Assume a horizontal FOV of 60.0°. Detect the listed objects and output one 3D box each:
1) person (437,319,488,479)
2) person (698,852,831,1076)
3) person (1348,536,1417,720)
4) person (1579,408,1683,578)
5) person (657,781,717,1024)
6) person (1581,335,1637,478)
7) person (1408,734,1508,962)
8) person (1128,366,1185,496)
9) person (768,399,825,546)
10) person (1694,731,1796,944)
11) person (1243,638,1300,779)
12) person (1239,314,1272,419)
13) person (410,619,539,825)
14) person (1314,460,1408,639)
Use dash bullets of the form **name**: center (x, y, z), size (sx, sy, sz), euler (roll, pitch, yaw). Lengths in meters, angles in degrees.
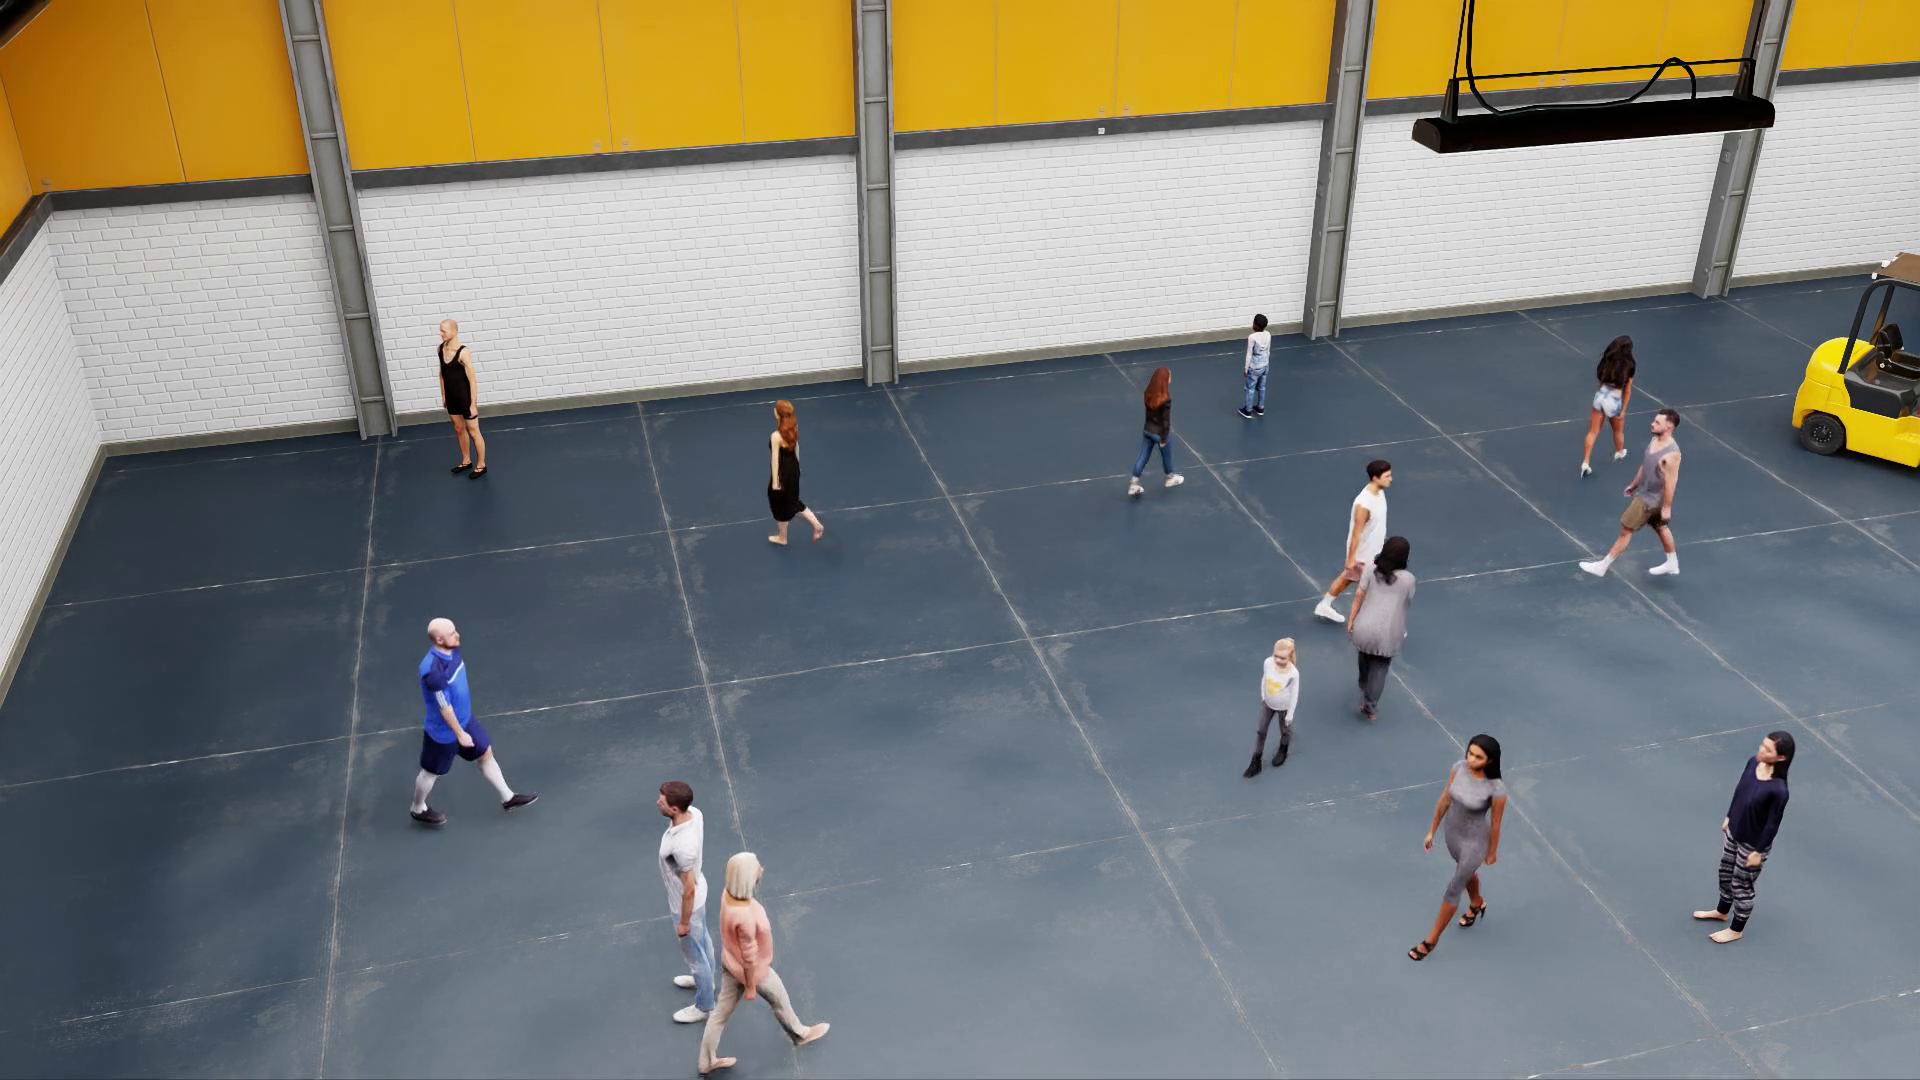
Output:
- **person**: center (-5.422, -1.549, 18.083), size (0.697, 1.814, 0.744), euler (17, 33, 28)
- **person**: center (-1.422, 2.695, 10.450), size (1.175, 1.674, 0.774), euler (-14, 32, -24)
- **person**: center (3.535, 0.765, 14.098), size (1.009, 1.569, 1.040), euler (10, 30, 18)
- **person**: center (6.694, -0.400, 15.874), size (1.306, 1.793, 0.958), euler (3, 29, 6)
- **person**: center (-1.775, 2.346, 10.905), size (0.605, 1.851, 0.693), euler (-2, 29, -3)
- **person**: center (6.999, -1.420, 18.080), size (1.053, 1.591, 0.856), euler (-25, 37, -37)
- **person**: center (3.573, 2.068, 11.532), size (1.137, 1.739, 0.789), euler (-16, 32, -26)
- **person**: center (2.031, -1.134, 17.704), size (1.043, 1.449, 0.832), euler (-22, 36, -35)
- **person**: center (-1.672, -0.635, 16.620), size (0.930, 1.612, 0.864), euler (14, 32, 25)
- **person**: center (5.506, 2.043, 11.583), size (0.562, 1.733, 0.633), euler (-3, 29, -6)
- **person**: center (2.600, 1.302, 13.447), size (0.780, 1.249, 0.881), euler (20, 34, 32)
- **person**: center (3.498, -2.062, 19.604), size (0.481, 1.258, 0.574), euler (-15, 32, -26)
- **person**: center (-3.965, 1.428, 12.651), size (1.278, 1.791, 0.945), euler (2, 29, 3)
- **person**: center (3.613, 0.063, 15.203), size (1.196, 1.743, 1.109), euler (14, 32, 24)
